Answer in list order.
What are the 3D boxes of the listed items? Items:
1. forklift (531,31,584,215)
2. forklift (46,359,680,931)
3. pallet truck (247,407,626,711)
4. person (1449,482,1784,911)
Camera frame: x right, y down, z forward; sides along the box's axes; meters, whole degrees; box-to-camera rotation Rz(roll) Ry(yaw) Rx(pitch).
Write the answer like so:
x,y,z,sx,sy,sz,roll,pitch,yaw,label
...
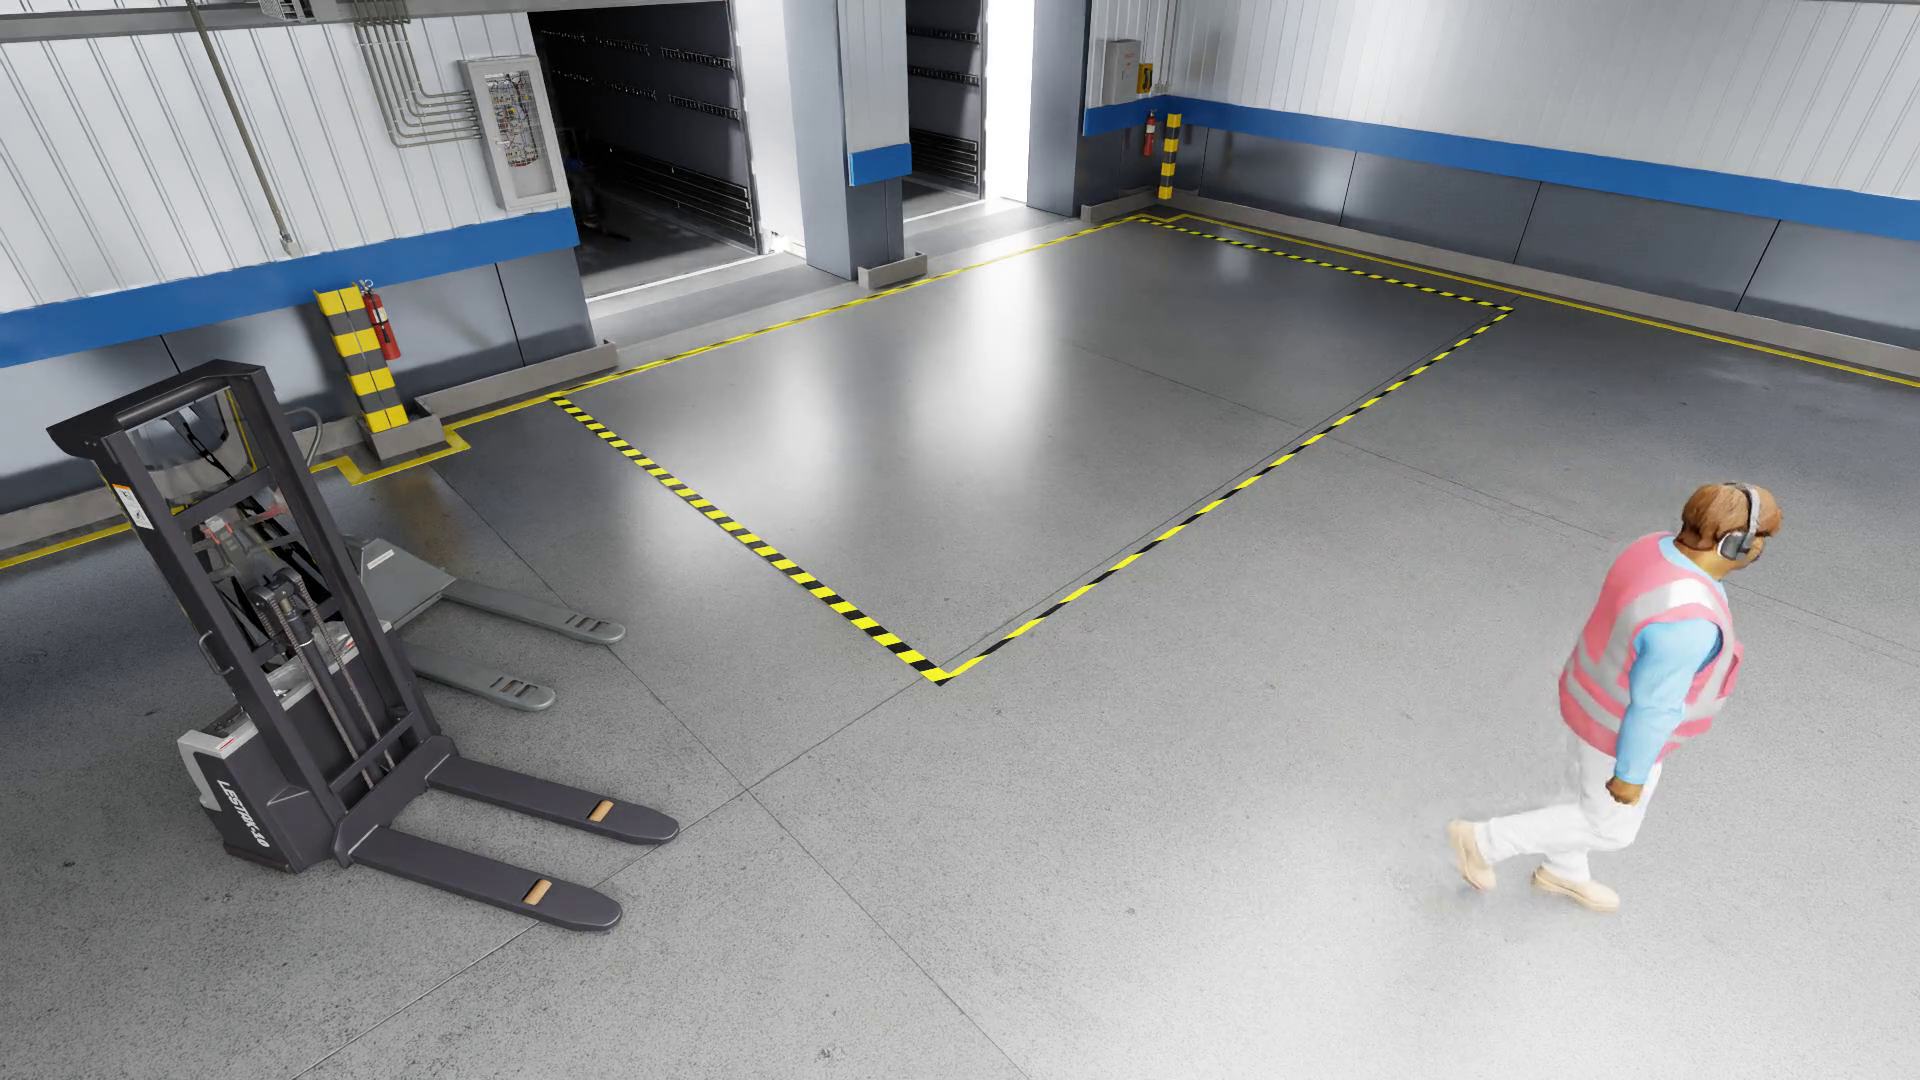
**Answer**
x,y,z,sx,sy,sz,roll,pitch,yaw,label
-5.675,-5.092,11.143,2.680,2.036,1.157,29,44,36,forklift
-2.135,0.422,3.354,1.885,1.965,0.823,10,35,14,forklift
-2.628,0.038,4.590,1.601,1.201,0.680,12,36,18,pallet truck
2.287,0.614,3.225,0.663,1.820,0.649,16,37,22,person
